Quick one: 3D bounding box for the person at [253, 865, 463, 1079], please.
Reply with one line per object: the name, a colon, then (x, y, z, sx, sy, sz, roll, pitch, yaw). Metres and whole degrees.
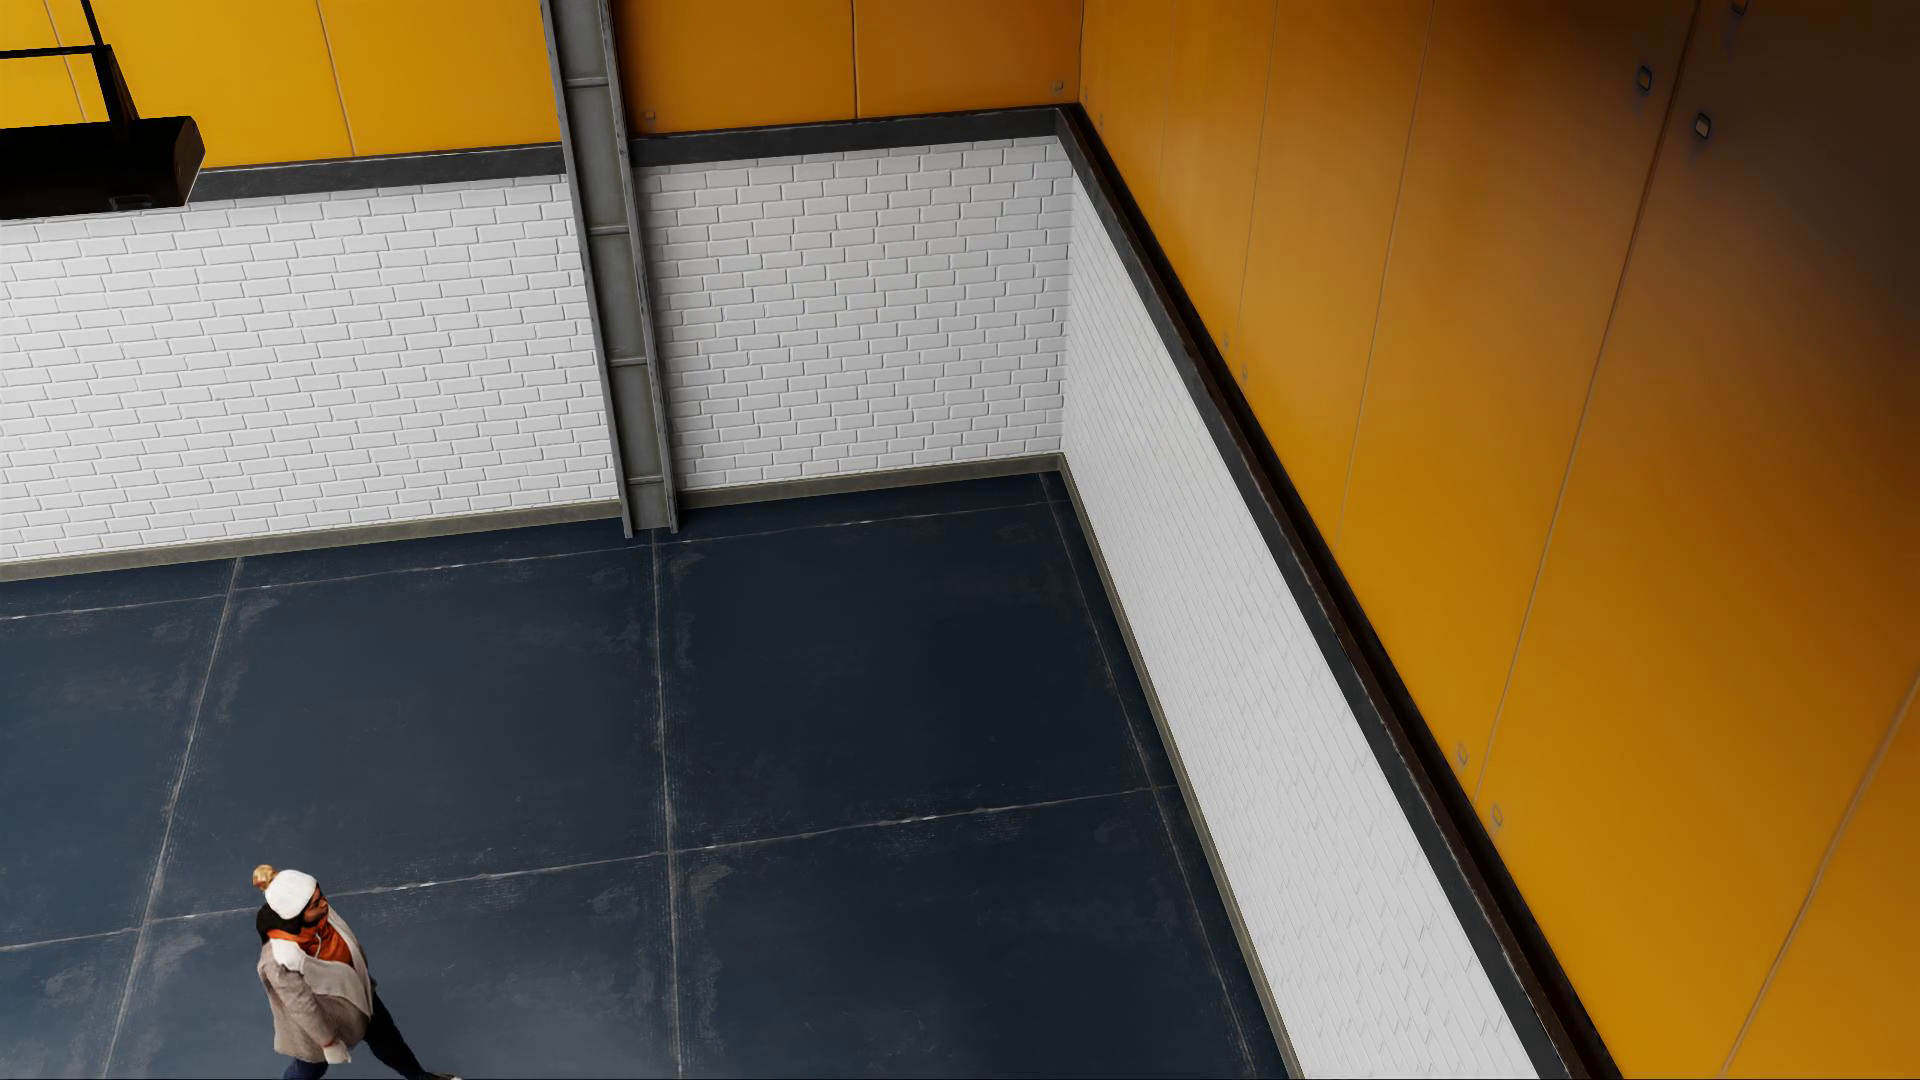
person: (-3.187, 2.239, 8.063, 1.243, 1.842, 0.880, 2, 39, 2)
